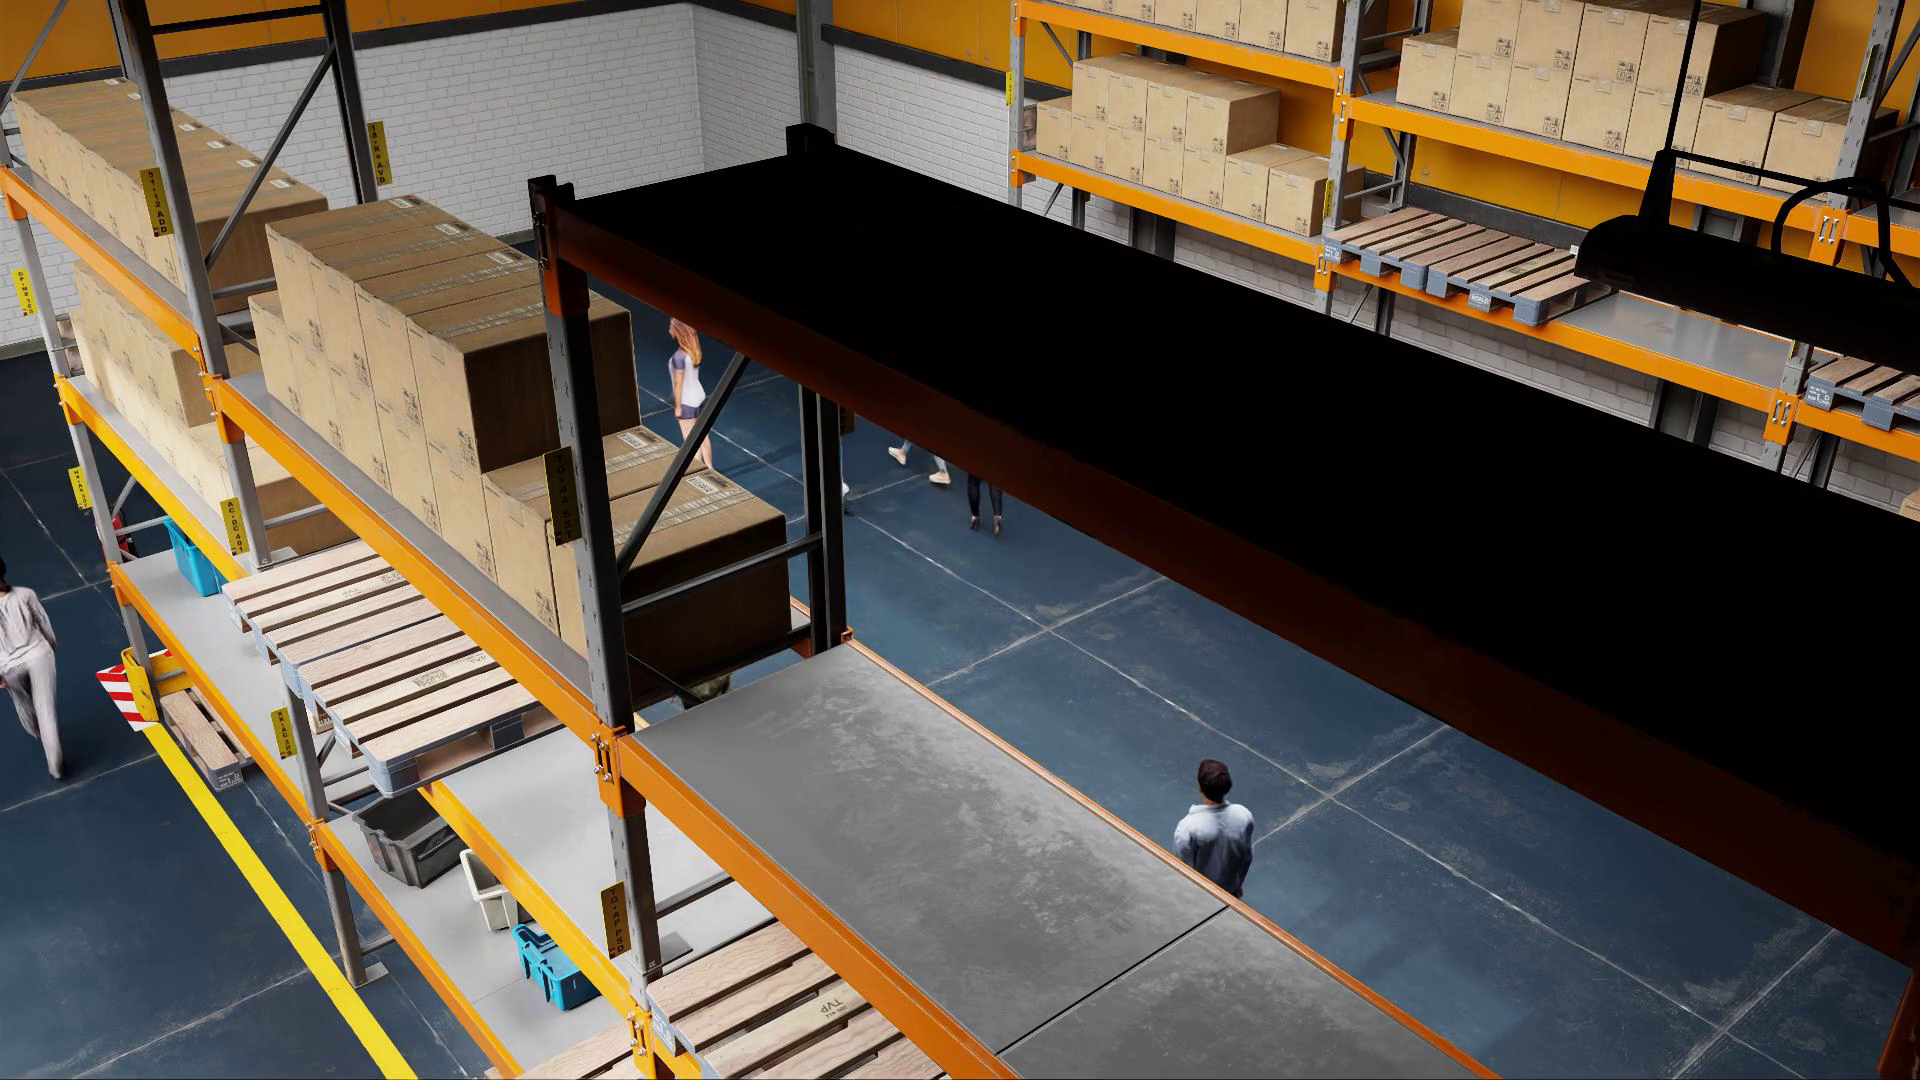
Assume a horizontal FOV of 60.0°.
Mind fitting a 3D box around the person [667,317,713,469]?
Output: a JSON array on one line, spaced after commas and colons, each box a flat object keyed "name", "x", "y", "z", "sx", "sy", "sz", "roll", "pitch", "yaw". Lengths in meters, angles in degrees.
[{"name": "person", "x": -2.602, "y": -1.349, "z": 16.103, "sx": 0.712, "sy": 1.726, "sz": 0.679, "roll": 7, "pitch": 29, "yaw": 13}]

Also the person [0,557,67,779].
[{"name": "person", "x": -6.673, "y": 0.936, "z": 11.903, "sx": 0.745, "sy": 1.737, "sz": 1.081, "roll": -15, "pitch": 32, "yaw": -25}]

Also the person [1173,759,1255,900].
[{"name": "person", "x": 1.454, "y": 2.069, "z": 9.750, "sx": 0.731, "sy": 1.809, "sz": 0.654, "roll": -13, "pitch": 31, "yaw": -22}]
